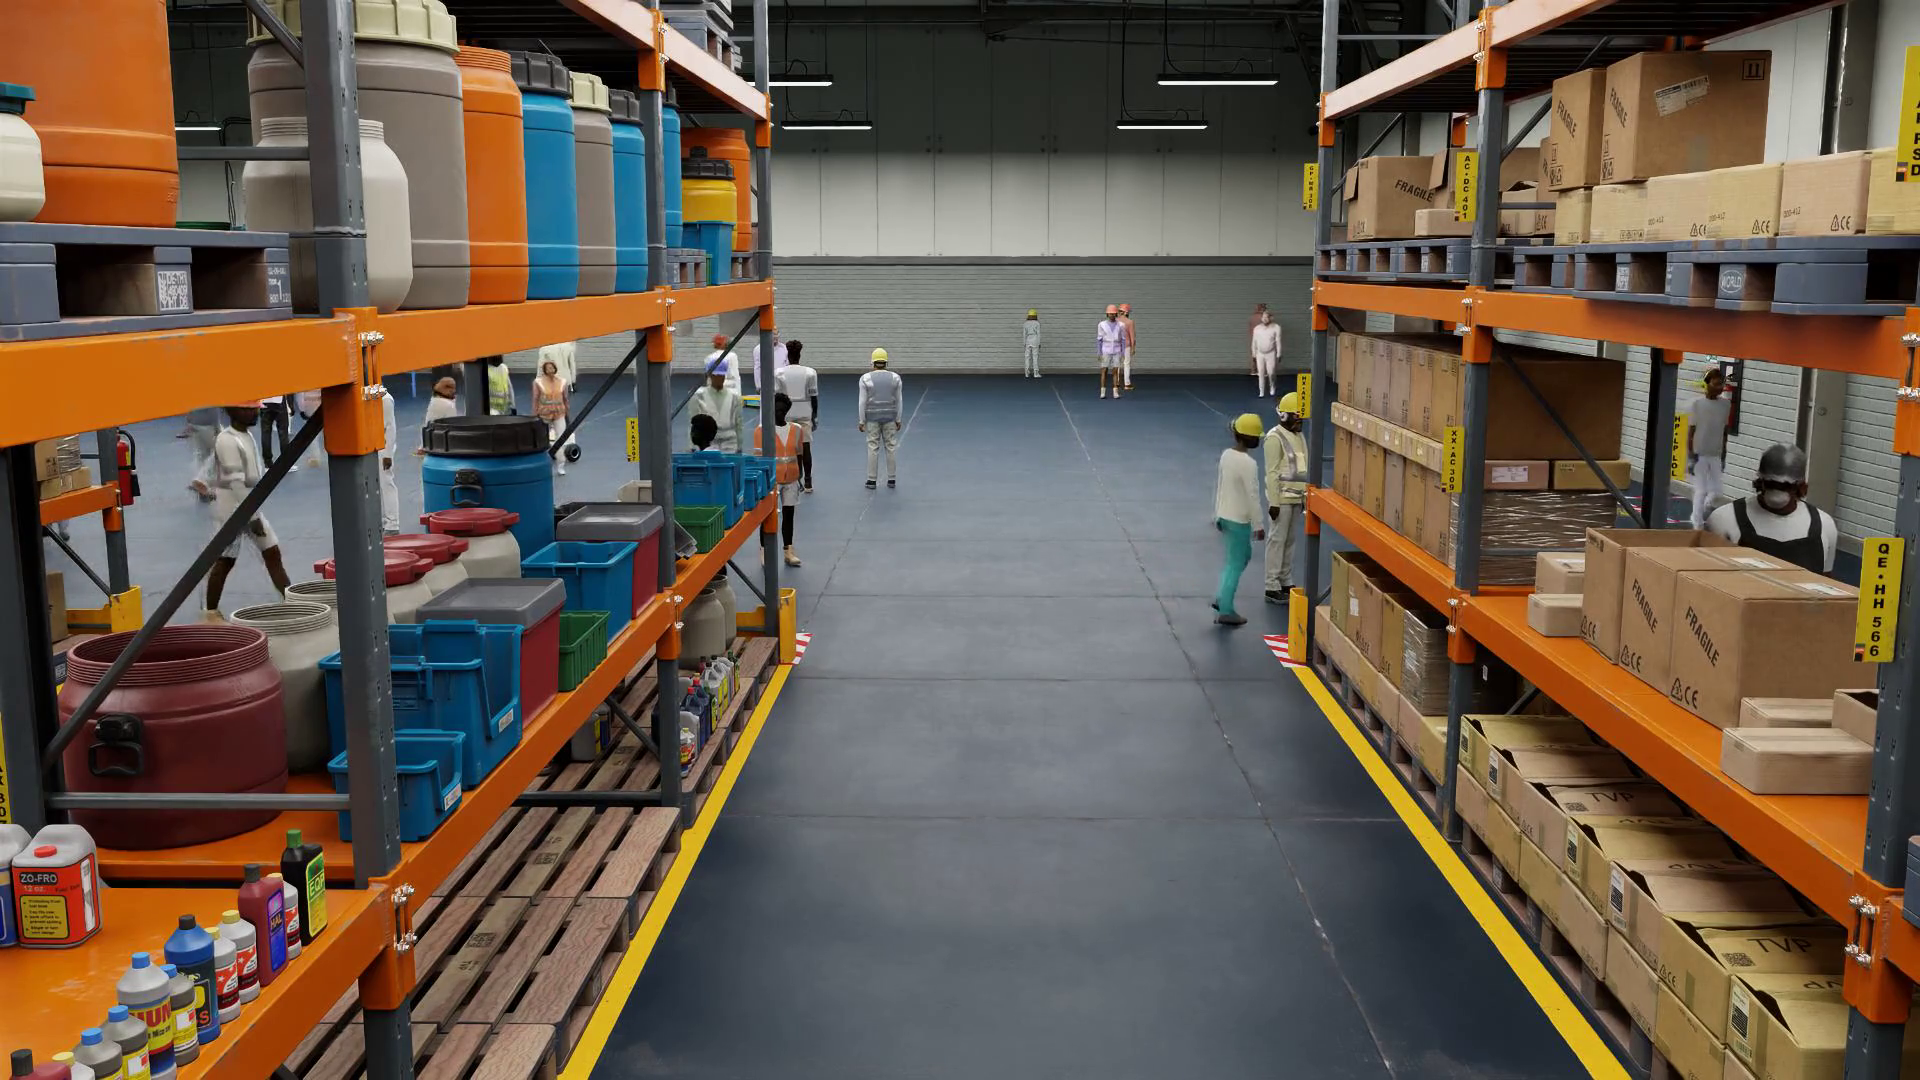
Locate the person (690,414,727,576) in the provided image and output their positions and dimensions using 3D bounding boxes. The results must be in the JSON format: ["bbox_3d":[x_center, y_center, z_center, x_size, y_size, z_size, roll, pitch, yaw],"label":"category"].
[{"bbox_3d":[-2.109,-0.210,13.928,0.322,1.696,0.536,1,9,3],"label":"person"}]

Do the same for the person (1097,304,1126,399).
[{"bbox_3d":[3.300,-4.100,36.199,0.614,2.041,0.393,0,9,-3],"label":"person"}]

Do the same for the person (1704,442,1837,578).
[{"bbox_3d":[4.254,0.503,8.758,0.672,2.000,0.536,1,10,8],"label":"person"}]

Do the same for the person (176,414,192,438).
[{"bbox_3d":[-13.210,-2.634,28.244,0.315,1.769,0.525,-2,10,-11],"label":"person"}]

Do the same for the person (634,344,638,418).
[{"bbox_3d":[-5.519,-2.878,29.235,0.727,1.916,0.625,9,13,44],"label":"person"}]

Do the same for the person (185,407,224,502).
[{"bbox_3d":[-9.346,-1.429,20.560,0.647,1.920,0.446,5,11,29],"label":"person"}]

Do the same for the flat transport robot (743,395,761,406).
[{"bbox_3d":[-3.985,-2.847,34.114,1.431,0.197,0.652,8,12,39],"label":"flat transport robot"}]

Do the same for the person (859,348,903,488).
[{"bbox_3d":[-1.051,-1.603,21.870,0.599,1.832,0.404,-3,10,-19],"label":"person"}]

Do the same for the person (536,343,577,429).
[{"bbox_3d":[-6.806,-2.664,27.895,0.642,1.937,1.008,-8,12,-40],"label":"person"}]

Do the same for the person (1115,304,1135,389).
[{"bbox_3d":[3.828,-4.530,38.927,0.623,1.989,0.391,6,11,33],"label":"person"}]

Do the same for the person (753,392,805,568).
[{"bbox_3d":[-1.754,-0.590,16.199,0.536,1.699,0.322,-5,11,-29],"label":"person"}]

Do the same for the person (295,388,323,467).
[{"bbox_3d":[-9.251,-1.945,23.983,0.741,1.816,0.640,9,13,44],"label":"person"}]

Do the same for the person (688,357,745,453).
[{"bbox_3d":[-2.641,-1.020,18.067,0.623,1.936,0.519,-3,10,-20],"label":"person"}]

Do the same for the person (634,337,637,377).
[{"bbox_3d":[-5.855,-3.258,31.518,0.640,1.926,0.483,-1,10,-4],"label":"person"}]

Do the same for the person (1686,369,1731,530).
[{"bbox_3d":[7.848,-0.886,17.518,0.516,1.852,0.446,-1,10,-7],"label":"person"}]

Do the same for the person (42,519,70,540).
[{"bbox_3d":[-9.670,-0.866,17.700,0.552,1.749,0.438,-5,11,-29],"label":"person"}]

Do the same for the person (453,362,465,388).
[{"bbox_3d":[-11.871,-4.380,39.237,0.517,1.585,0.905,-7,12,-38],"label":"person"}]

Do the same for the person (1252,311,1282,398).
[{"bbox_3d":[6.711,-4.070,36.452,0.672,1.892,0.453,5,11,27],"label":"person"}]

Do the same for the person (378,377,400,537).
[{"bbox_3d":[-6.200,-0.937,17.728,0.349,1.882,0.584,-8,13,-41],"label":"person"}]

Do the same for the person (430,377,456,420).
[{"bbox_3d":[-6.045,-1.120,19.621,0.531,1.596,0.684,8,13,41],"label":"person"}]

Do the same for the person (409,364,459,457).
[{"bbox_3d":[-7.869,-2.235,25.337,1.015,1.952,0.620,-7,12,-36],"label":"person"}]

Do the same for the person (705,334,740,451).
[{"bbox_3d":[-3.678,-2.281,25.919,0.647,1.848,0.377,3,10,19],"label":"person"}]

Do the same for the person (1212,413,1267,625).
[{"bbox_3d":[2.276,-0.162,13.487,0.389,1.737,0.541,-3,10,-17],"label":"person"}]

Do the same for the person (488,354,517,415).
[{"bbox_3d":[-6.659,-1.892,23.785,0.998,1.779,0.682,4,10,21],"label":"person"}]

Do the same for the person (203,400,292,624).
[{"bbox_3d":[-5.581,-0.232,13.177,1.041,1.989,0.618,0,9,-2],"label":"person"}]

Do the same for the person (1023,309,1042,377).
[{"bbox_3d":[1.873,-5.074,42.927,0.484,1.744,0.294,5,11,27],"label":"person"}]

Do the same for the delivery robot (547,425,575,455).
[{"bbox_3d":[-6.079,-1.466,24.715,0.477,0.478,0.707,7,12,37],"label":"delivery robot"}]

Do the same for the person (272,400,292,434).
[{"bbox_3d":[-11.785,-2.750,28.775,0.552,1.816,0.995,-7,11,-34],"label":"person"}]

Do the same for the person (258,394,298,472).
[{"bbox_3d":[-9.706,-1.915,23.481,0.587,1.920,0.395,-1,10,-4],"label":"person"}]

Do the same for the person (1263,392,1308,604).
[{"bbox_3d":[2.866,-0.376,14.526,0.404,1.828,0.602,7,12,34],"label":"person"}]

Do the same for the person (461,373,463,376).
[{"bbox_3d":[-12.908,-5.225,43.522,0.564,1.846,0.392,-3,10,-19],"label":"person"}]

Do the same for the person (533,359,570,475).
[{"bbox_3d":[-5.747,-1.743,23.362,0.517,1.618,0.634,-4,10,-25],"label":"person"}]

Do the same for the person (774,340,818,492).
[{"bbox_3d":[-2.127,-1.593,21.409,0.616,1.964,0.361,-3,10,-15],"label":"person"}]

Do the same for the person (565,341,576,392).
[{"bbox_3d":[-8.991,-4.180,37.876,0.514,1.642,0.310,-3,10,-18],"label":"person"}]

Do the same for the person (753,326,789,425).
[{"bbox_3d":[-3.083,-2.584,27.523,0.653,1.906,0.405,-6,11,-33],"label":"person"}]

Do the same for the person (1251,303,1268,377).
[{"bbox_3d":[7.820,-5.200,43.196,0.401,1.906,0.650,-4,10,-23],"label":"person"}]
